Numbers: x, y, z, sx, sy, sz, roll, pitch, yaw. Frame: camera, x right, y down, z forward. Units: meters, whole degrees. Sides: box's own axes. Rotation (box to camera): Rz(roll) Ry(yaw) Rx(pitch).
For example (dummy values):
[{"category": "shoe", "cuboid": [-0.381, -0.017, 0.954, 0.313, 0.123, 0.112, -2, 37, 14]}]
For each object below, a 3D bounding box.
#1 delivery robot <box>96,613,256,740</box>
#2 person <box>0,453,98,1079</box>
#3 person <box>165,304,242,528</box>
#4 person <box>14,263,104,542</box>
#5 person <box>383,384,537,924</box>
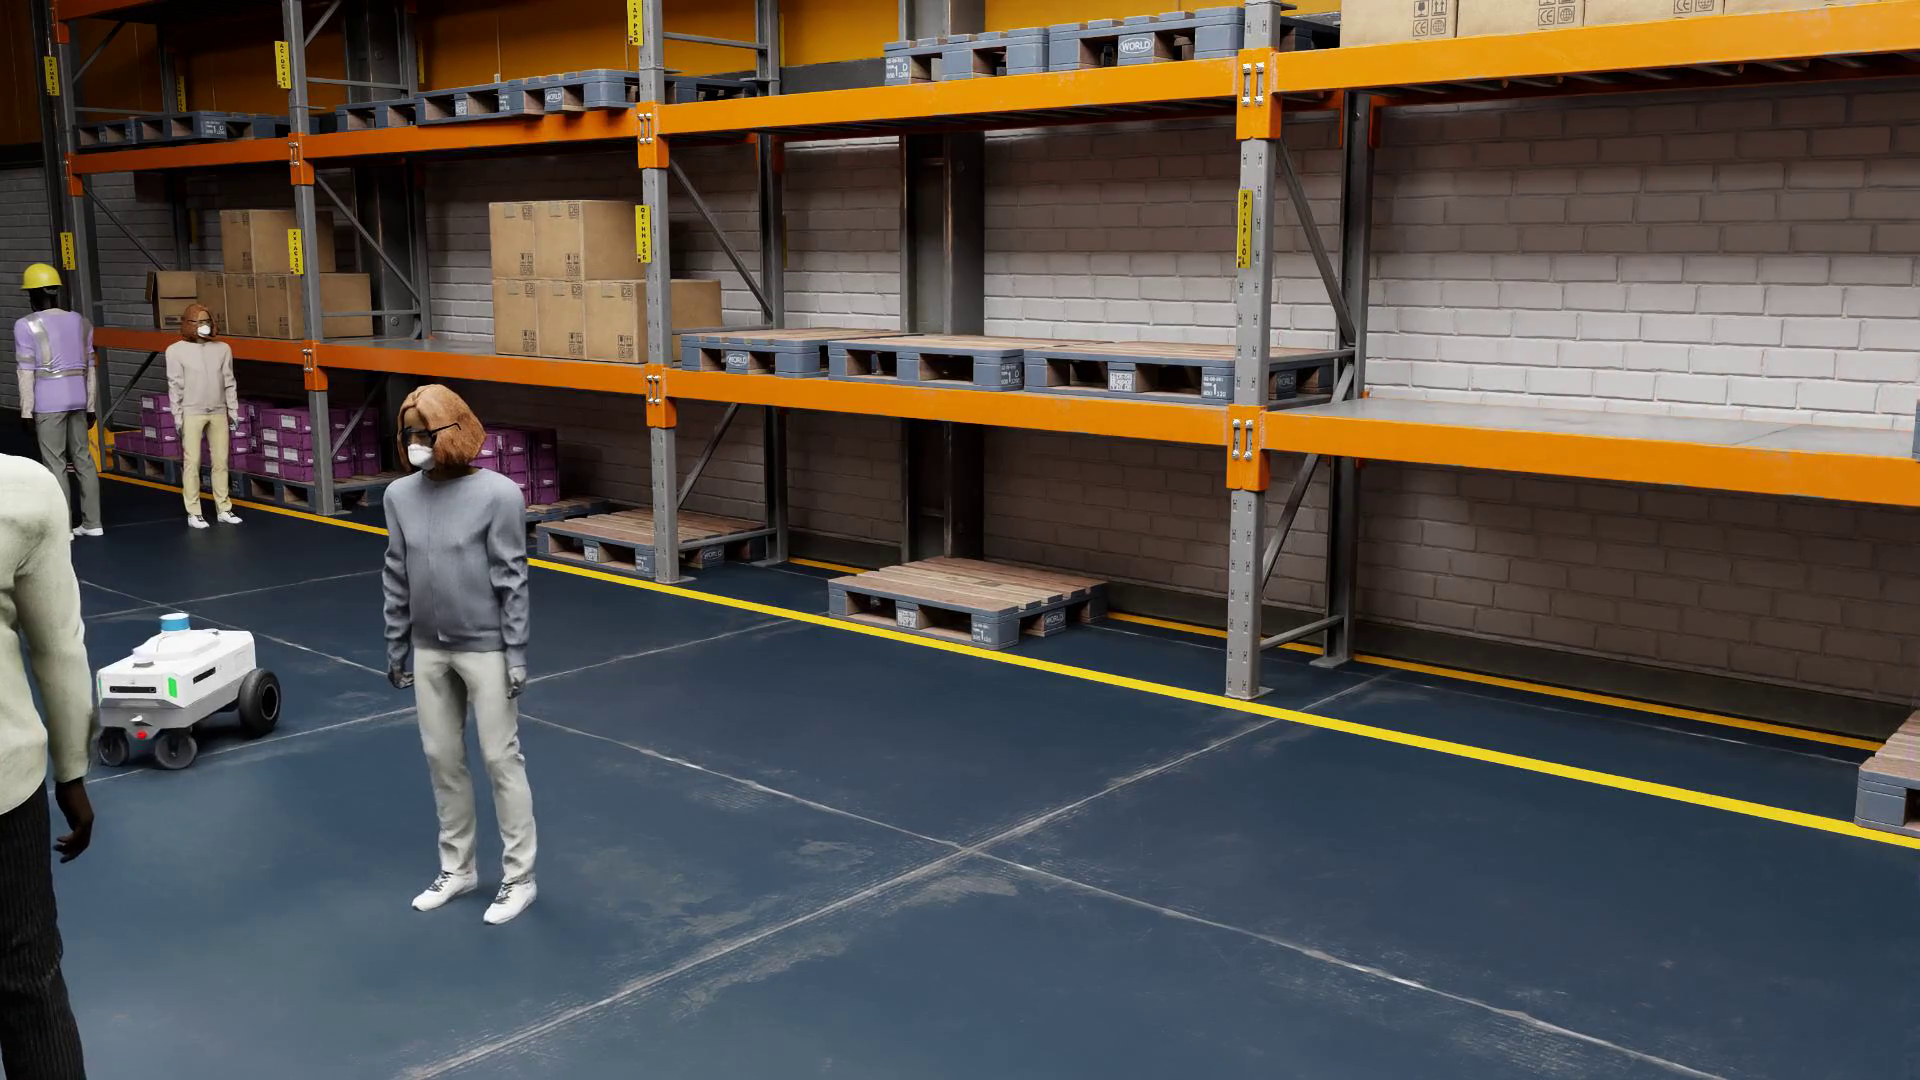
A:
[{"category": "delivery robot", "cuboid": [-3.133, 0.539, 6.674, 0.477, 0.478, 0.707, 0, 10, 3]}, {"category": "person", "cuboid": [-1.999, 0.477, 3.197, 0.614, 1.993, 0.395, -7, 12, -35]}, {"category": "person", "cuboid": [-5.490, -0.899, 12.087, 0.280, 1.625, 0.498, 8, 13, 39]}, {"category": "person", "cuboid": [-6.246, -0.940, 11.498, 0.401, 1.919, 0.588, 4, 11, 21]}, {"category": "person", "cuboid": [-1.518, 0.340, 5.035, 0.509, 1.623, 0.284, 4, 11, 19]}]
